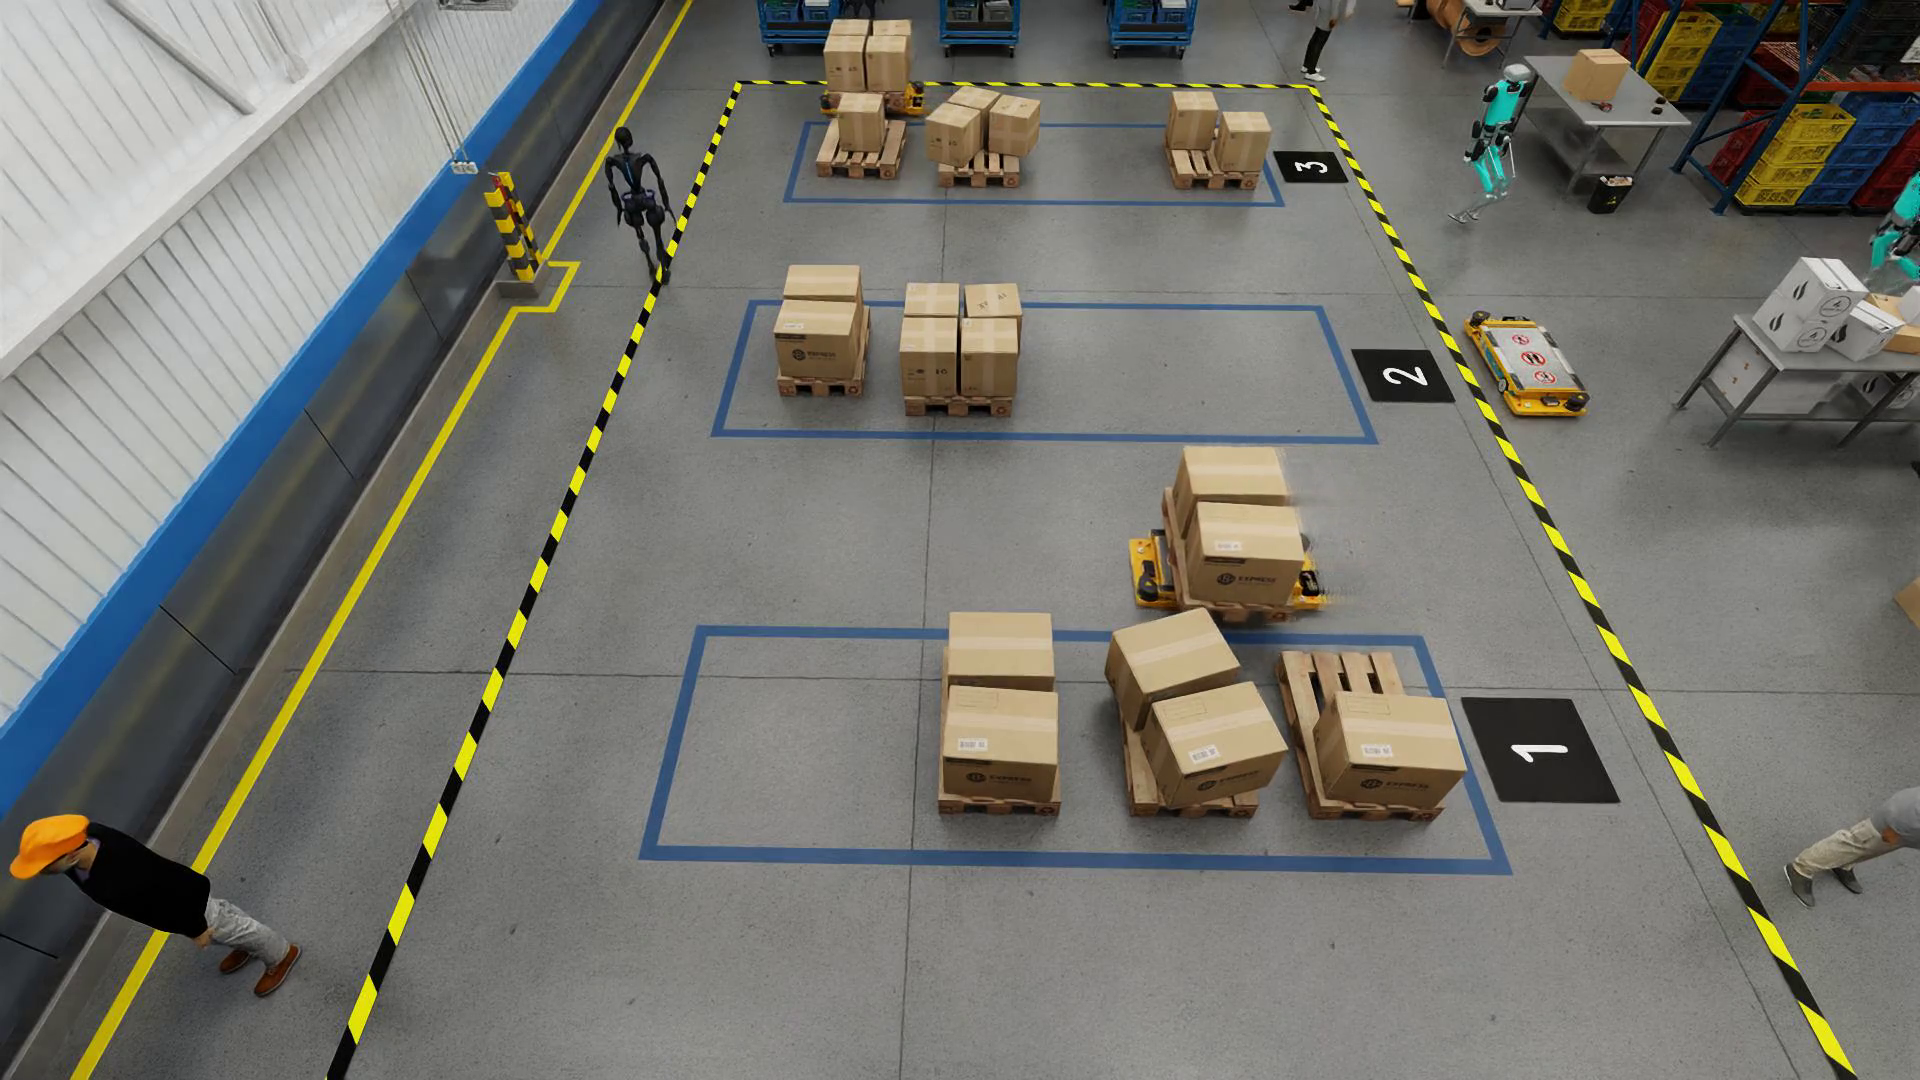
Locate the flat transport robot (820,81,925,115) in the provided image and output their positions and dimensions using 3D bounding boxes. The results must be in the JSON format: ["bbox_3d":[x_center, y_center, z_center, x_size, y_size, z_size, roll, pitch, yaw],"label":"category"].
[{"bbox_3d":[-1.230,-6.245,12.920,1.431,0.197,0.652,1,49,1],"label":"flat transport robot"}]

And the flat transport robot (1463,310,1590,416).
[{"bbox_3d":[5.573,-1.757,9.054,0.659,0.231,1.431,1,49,1],"label":"flat transport robot"}]

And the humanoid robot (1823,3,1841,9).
[{"bbox_3d":[13.488,-8.503,13.932,0.931,1.764,0.530,-30,55,-23],"label":"humanoid robot"}]

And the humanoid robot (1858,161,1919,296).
[{"bbox_3d":[9.474,-2.975,9.156,0.821,1.797,0.542,10,50,9],"label":"humanoid robot"}]

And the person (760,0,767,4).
[{"bbox_3d":[-3.307,-9.872,14.984,0.371,1.932,0.620,-2,49,-2],"label":"person"}]

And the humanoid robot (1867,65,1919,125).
[{"bbox_3d":[11.751,-5.715,11.585,0.801,1.624,0.584,6,49,5],"label":"humanoid robot"}]

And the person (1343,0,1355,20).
[{"bbox_3d":[6.327,-9.246,14.505,0.651,1.829,0.431,31,56,24],"label":"person"}]

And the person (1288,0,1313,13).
[{"bbox_3d":[5.744,-9.566,14.692,0.367,1.966,0.604,36,58,27],"label":"person"}]

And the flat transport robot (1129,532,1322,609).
[{"bbox_3d":[2.107,0.226,7.319,1.431,0.197,0.652,1,49,1],"label":"flat transport robot"}]

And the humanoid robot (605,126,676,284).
[{"bbox_3d":[-3.341,-3.511,9.641,0.613,1.638,0.455,-7,50,-6],"label":"humanoid robot"}]

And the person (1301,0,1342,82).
[{"bbox_3d":[5.291,-7.545,13.017,0.397,1.850,0.597,3,49,2],"label":"person"}]

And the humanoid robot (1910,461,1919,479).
[{"bbox_3d":[8.591,-0.928,7.440,0.607,1.635,0.776,9,50,8],"label":"humanoid robot"}]

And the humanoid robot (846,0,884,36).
[{"bbox_3d":[-1.462,-8.209,13.715,0.587,1.641,0.402,-18,52,-15],"label":"humanoid robot"}]

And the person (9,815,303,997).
[{"bbox_3d":[-4.148,1.914,4.810,0.586,1.884,0.362,21,52,17],"label":"person"}]

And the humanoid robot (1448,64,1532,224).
[{"bbox_3d":[5.997,-4.313,10.207,0.533,1.675,0.735,-12,50,-10],"label":"humanoid robot"}]

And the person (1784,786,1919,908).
[{"bbox_3d":[5.462,1.570,5.182,0.562,1.767,0.399,-8,50,-7],"label":"person"}]
